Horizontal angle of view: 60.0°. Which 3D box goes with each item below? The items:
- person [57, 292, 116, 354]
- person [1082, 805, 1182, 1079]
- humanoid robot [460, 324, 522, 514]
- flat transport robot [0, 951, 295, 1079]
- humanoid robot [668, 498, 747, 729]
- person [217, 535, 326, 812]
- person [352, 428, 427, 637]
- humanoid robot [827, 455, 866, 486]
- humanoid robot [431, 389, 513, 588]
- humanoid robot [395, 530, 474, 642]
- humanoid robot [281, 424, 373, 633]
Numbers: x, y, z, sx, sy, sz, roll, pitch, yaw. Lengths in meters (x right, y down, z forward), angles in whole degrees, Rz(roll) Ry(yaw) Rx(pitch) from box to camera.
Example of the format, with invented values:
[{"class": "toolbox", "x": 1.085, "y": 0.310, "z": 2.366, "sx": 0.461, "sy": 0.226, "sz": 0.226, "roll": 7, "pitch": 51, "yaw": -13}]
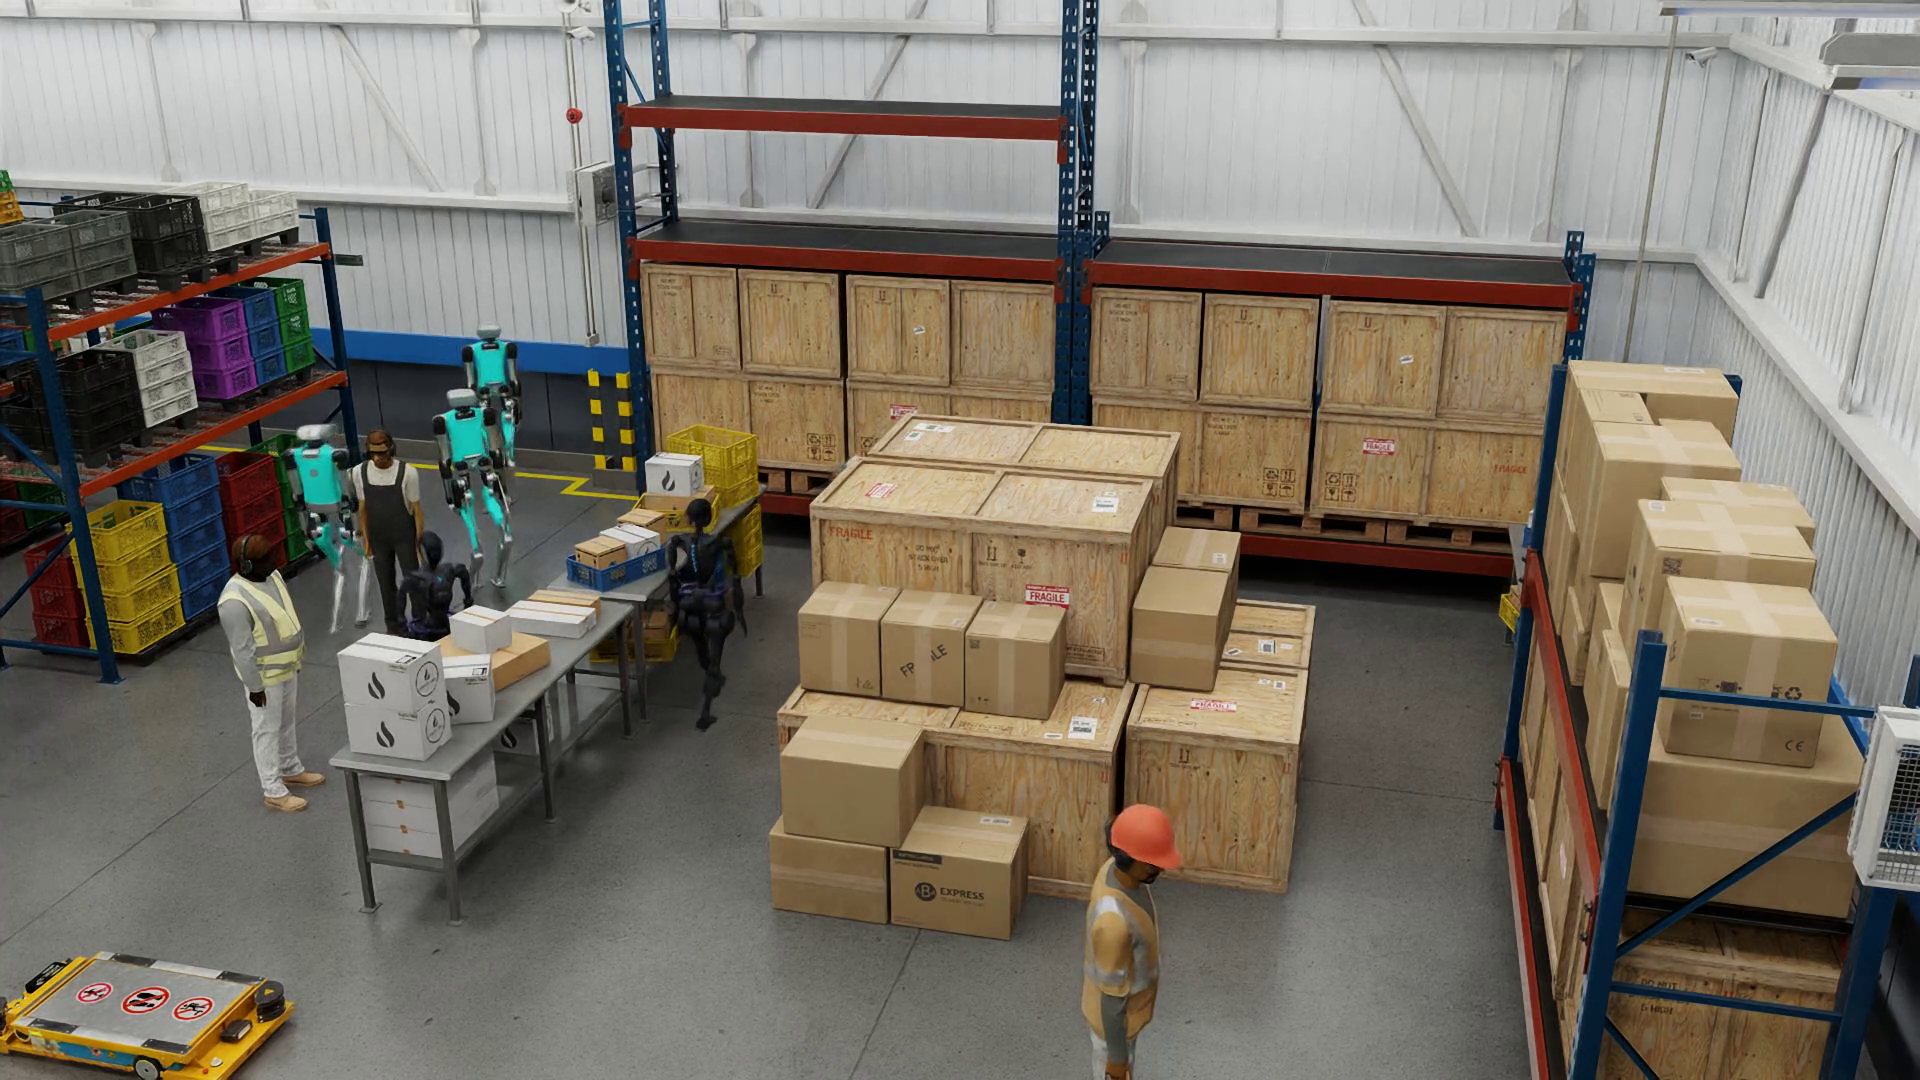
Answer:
[{"class": "person", "x": -9.407, "y": -1.990, "z": 18.062, "sx": 0.561, "sy": 1.836, "sz": 0.388, "roll": -4, "pitch": 21, "yaw": -10}, {"class": "person", "x": 0.731, "y": 2.046, "z": 7.227, "sx": 0.395, "sy": 2.030, "sz": 0.613, "roll": 4, "pitch": 21, "yaw": 9}, {"class": "humanoid robot", "x": -4.399, "y": -1.125, "z": 15.921, "sx": 0.589, "sy": 1.764, "sz": 0.885, "roll": -12, "pitch": 24, "yaw": -28}, {"class": "flat transport robot", "x": -4.270, "y": 2.464, "z": 8.601, "sx": 1.431, "sy": 0.231, "sz": 0.659, "roll": 5, "pitch": 22, "yaw": 13}, {"class": "humanoid robot", "x": -1.807, "y": 0.481, "z": 11.876, "sx": 0.589, "sy": 1.622, "sz": 0.786, "roll": 5, "pitch": 21, "yaw": 12}, {"class": "person", "x": -4.409, "y": 0.833, "z": 10.664, "sx": 0.429, "sy": 1.844, "sz": 0.626, "roll": 0, "pitch": 21, "yaw": 1}, {"class": "person", "x": -4.384, "y": -0.001, "z": 12.870, "sx": 0.500, "sy": 1.832, "sz": 0.359, "roll": 0, "pitch": 21, "yaw": 1}, {"class": "humanoid robot", "x": -0.790, "y": 0.293, "z": 12.257, "sx": 0.559, "sy": 1.749, "sz": 1.044, "roll": 5, "pitch": 22, "yaw": 14}, {"class": "humanoid robot", "x": -4.000, "y": -0.342, "z": 13.892, "sx": 0.539, "sy": 1.768, "sz": 0.901, "roll": -13, "pitch": 24, "yaw": -30}, {"class": "humanoid robot", "x": -3.560, "y": 0.695, "z": 11.315, "sx": 0.611, "sy": 1.646, "sz": 0.699, "roll": -18, "pitch": 28, "yaw": -40}, {"class": "humanoid robot", "x": -4.954, "y": -0.126, "z": 13.329, "sx": 0.547, "sy": 1.796, "sz": 0.757, "roll": 2, "pitch": 21, "yaw": 4}]
